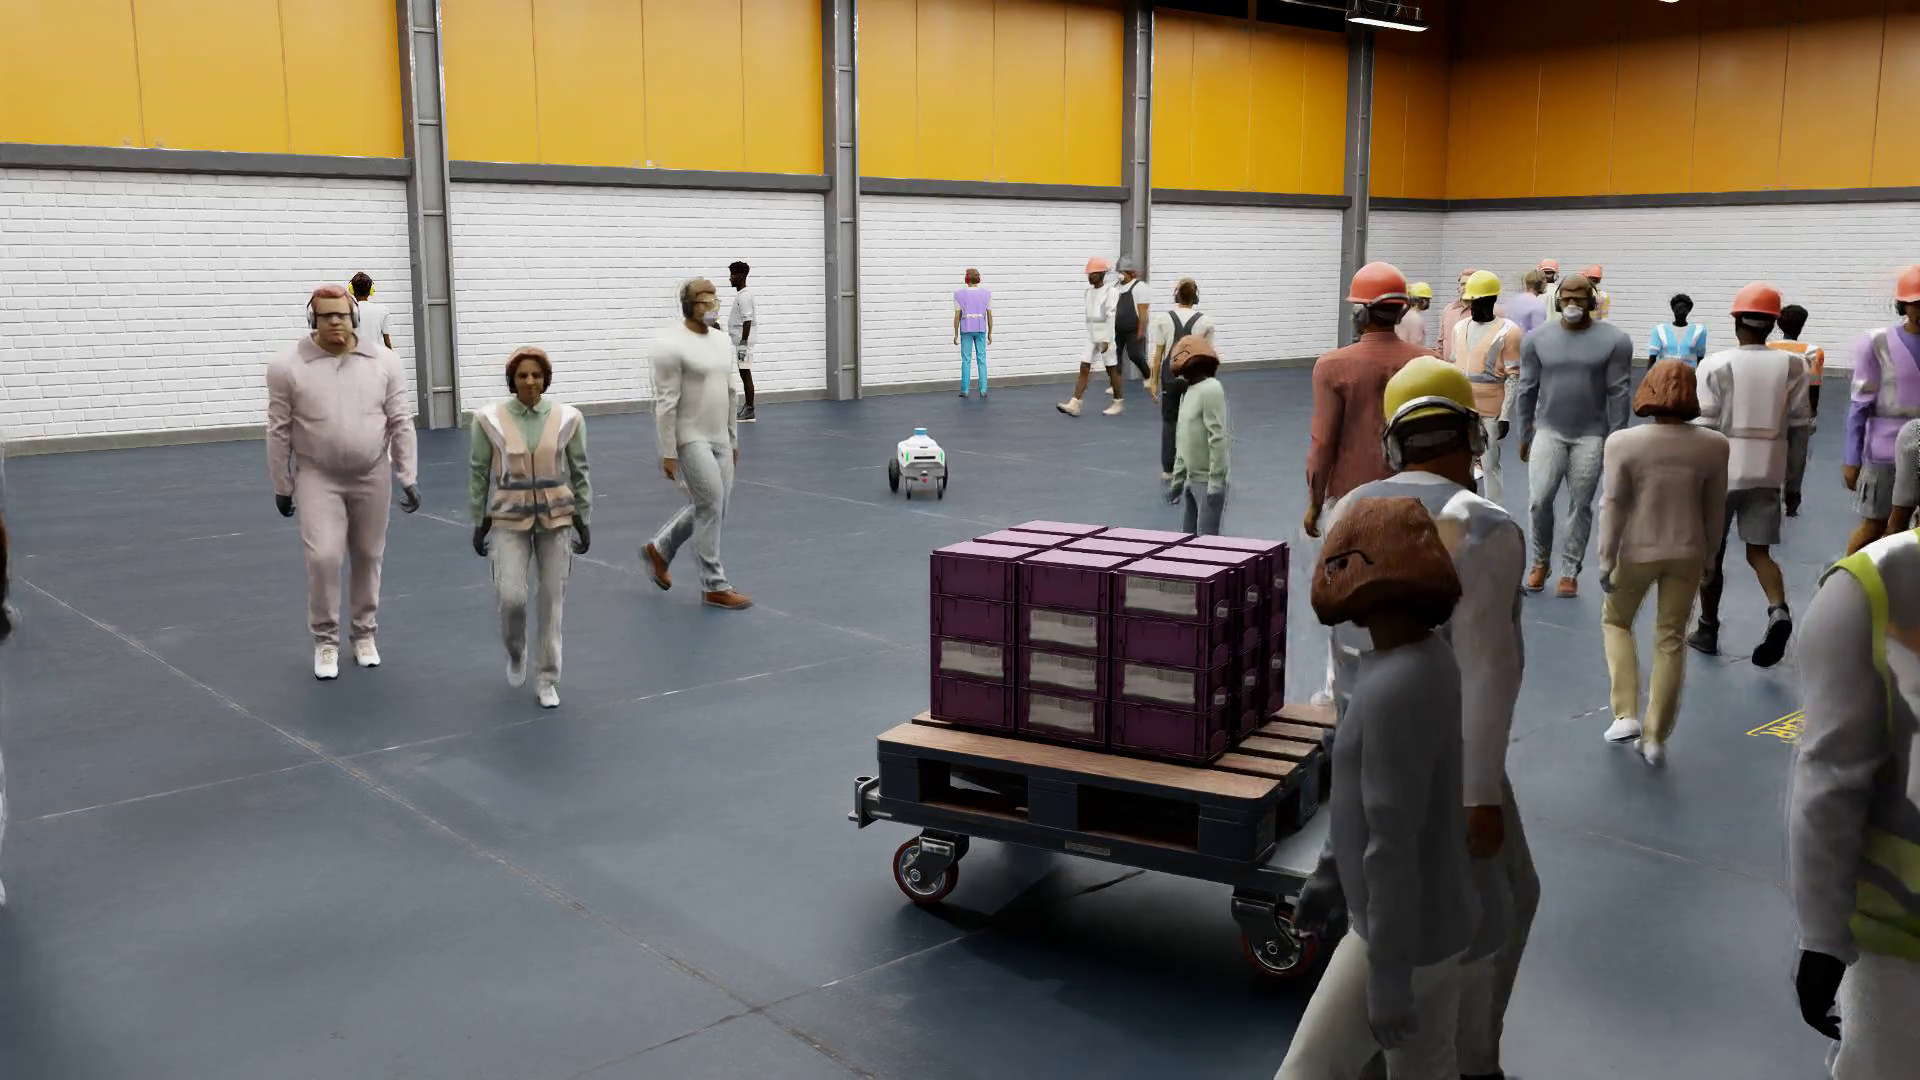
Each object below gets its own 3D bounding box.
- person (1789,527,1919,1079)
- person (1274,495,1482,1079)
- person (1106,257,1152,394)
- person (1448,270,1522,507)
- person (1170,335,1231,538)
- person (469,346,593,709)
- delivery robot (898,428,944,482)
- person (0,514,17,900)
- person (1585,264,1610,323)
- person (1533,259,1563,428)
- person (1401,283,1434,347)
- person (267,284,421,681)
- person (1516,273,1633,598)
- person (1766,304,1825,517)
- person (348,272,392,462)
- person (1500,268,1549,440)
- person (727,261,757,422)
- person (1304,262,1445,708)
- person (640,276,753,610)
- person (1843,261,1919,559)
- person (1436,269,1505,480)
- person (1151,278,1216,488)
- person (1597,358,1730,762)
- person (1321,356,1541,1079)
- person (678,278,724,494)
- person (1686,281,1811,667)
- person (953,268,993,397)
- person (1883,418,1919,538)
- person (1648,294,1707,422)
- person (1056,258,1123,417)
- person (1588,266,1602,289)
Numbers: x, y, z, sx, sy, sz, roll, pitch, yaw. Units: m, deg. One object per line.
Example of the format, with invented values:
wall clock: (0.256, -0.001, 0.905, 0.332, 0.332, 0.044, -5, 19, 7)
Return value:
person: (1.668, 0.667, 2.670, 0.638, 1.820, 0.657, 3, 10, 16)
person: (0.712, 0.717, 3.063, 0.710, 1.592, 0.531, 4, 10, 22)
person: (2.499, -3.177, 24.541, 0.680, 2.000, 0.777, 8, 12, 38)
person: (3.642, -0.924, 11.692, 0.369, 1.925, 0.586, -7, 12, -35)
person: (1.310, -0.297, 8.981, 0.361, 1.599, 0.605, -2, 10, -10)
person: (-1.919, -0.060, 7.478, 0.536, 1.623, 0.388, -4, 10, -21)
delivery robot: (-0.335, -0.708, 14.139, 0.477, 0.478, 0.707, -1, 9, -7)
person: (-3.232, 0.221, 5.235, 0.612, 1.845, 0.527, 9, 13, 43)
person: (8.740, -2.881, 23.179, 0.553, 1.912, 0.653, 3, 10, 19)
person: (6.881, -2.297, 19.549, 0.610, 1.985, 0.392, 2, 10, 9)
person: (4.838, -1.803, 17.392, 0.809, 1.734, 0.536, 0, 10, -3)
person: (-2.953, -0.279, 8.031, 0.661, 1.883, 0.663, -6, 11, -30)
person: (3.601, -0.602, 9.810, 0.642, 1.921, 0.443, 4, 10, 22)
person: (6.262, -0.962, 12.693, 0.538, 1.673, 0.806, 8, 12, 38)
person: (-5.777, -1.662, 16.176, 0.530, 1.869, 0.323, -6, 12, -33)
person: (6.185, -2.019, 18.208, 1.012, 1.898, 0.647, 0, 10, 1)
person: (-2.664, -2.426, 20.356, 0.361, 1.964, 0.614, -1, 10, -8)
person: (1.795, -0.198, 7.232, 0.622, 1.993, 0.384, -1, 10, -8)
person: (-1.556, -0.565, 9.625, 0.778, 1.916, 0.638, 5, 11, 28)
person: (5.029, -0.482, 8.893, 0.611, 2.007, 0.930, 1, 10, 7)
person: (4.586, -1.500, 15.114, 0.409, 1.906, 0.651, -8, 13, -40)
person: (1.970, -1.372, 14.603, 0.555, 1.822, 0.759, 2, 10, 11)
person: (2.811, 0.078, 6.705, 0.513, 1.614, 0.427, 1, 10, 8)
person: (1.138, 0.477, 3.872, 0.576, 1.790, 0.627, -5, 11, -25)
person: (-2.230, -1.312, 14.216, 0.429, 1.840, 0.624, -3, 10, -19)
person: (3.894, -0.312, 8.188, 0.555, 1.908, 0.795, 1, 10, 6)
person: (0.191, -2.960, 23.826, 0.570, 1.849, 0.383, -2, 10, -10)
person: (3.114, 0.232, 5.168, 0.505, 1.846, 0.589, 4, 10, 22)
person: (7.179, -1.637, 16.688, 0.534, 1.657, 0.889, 4, 11, 24)
person: (1.696, -2.535, 20.913, 1.026, 1.987, 0.634, -8, 12, -39)
person: (9.698, -3.289, 25.651, 0.337, 1.882, 0.585, 7, 12, 35)
